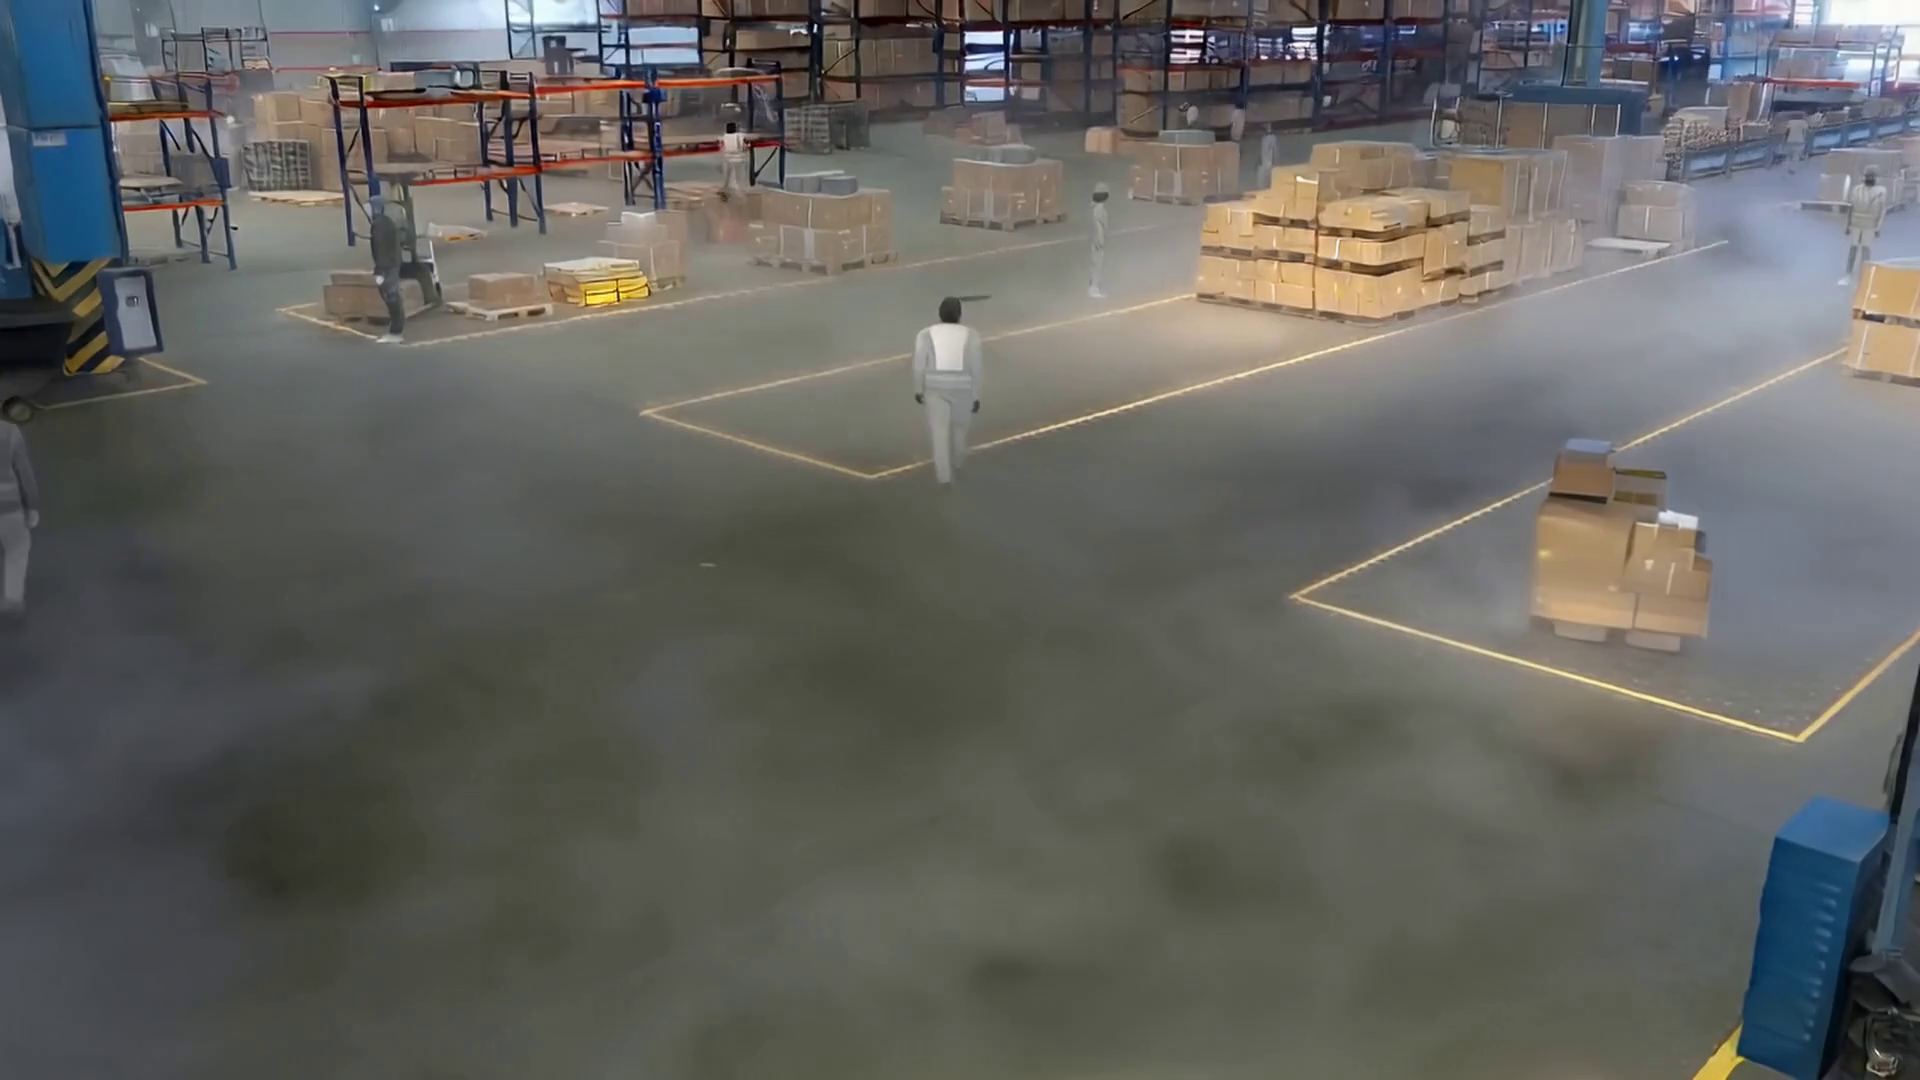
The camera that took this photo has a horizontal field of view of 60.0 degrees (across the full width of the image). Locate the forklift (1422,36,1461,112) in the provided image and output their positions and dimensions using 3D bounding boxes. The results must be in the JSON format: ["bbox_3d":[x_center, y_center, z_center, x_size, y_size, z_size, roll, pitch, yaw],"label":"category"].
[{"bbox_3d":[17.910,-17.605,62.822,1.873,2.768,1.129,15,24,38],"label":"forklift"}]

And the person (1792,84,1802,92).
[{"bbox_3d":[29.705,-15.819,59.240,0.797,1.742,0.530,-2,18,-6],"label":"person"}]

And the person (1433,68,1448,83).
[{"bbox_3d":[18.891,-17.916,65.296,0.876,1.884,0.587,-9,20,-24],"label":"person"}]

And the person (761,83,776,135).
[{"bbox_3d":[-6.291,-13.913,53.684,0.770,1.614,0.522,8,20,24],"label":"person"}]

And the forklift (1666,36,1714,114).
[{"bbox_3d":[27.341,-17.291,61.877,1.129,2.768,1.873,17,25,41],"label":"forklift"}]

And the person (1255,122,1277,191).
[{"bbox_3d":[6.635,-8.037,35.653,0.979,1.833,0.502,-4,19,-11],"label":"person"}]

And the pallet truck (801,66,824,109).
[{"bbox_3d":[-4.812,-15.182,56.903,0.823,1.965,1.885,-9,21,-26],"label":"pallet truck"}]

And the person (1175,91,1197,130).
[{"bbox_3d":[5.748,-10.583,42.978,0.845,2.000,0.705,-16,24,-40],"label":"person"}]

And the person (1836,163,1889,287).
[{"bbox_3d":[14.221,-4.953,26.180,0.365,1.934,0.552,-16,24,-40],"label":"person"}]

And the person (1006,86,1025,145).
[{"bbox_3d":[1.428,-11.454,45.726,0.960,1.948,0.637,4,19,12],"label":"person"}]

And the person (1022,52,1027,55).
[{"bbox_3d":[2.983,-22.531,79.251,0.959,1.871,0.653,17,25,41],"label":"person"}]

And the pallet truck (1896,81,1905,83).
[{"bbox_3d":[34.802,-16.331,61.455,0.653,1.274,1.630,17,25,41],"label":"pallet truck"}]

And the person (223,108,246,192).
[{"bbox_3d":[-16.728,-9.092,38.732,0.762,1.892,0.606,-17,25,-41],"label":"person"}]

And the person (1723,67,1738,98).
[{"bbox_3d":[29.635,-17.379,64.048,0.531,1.659,0.858,5,19,15],"label":"person"}]

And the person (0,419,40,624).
[{"bbox_3d":[-7.087,-0.235,12.143,0.665,1.822,0.513,-6,19,-18],"label":"person"}]

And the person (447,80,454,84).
[{"bbox_3d":[-17.035,-14.540,55.568,0.668,1.620,0.523,11,21,31],"label":"person"}]

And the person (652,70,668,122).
[{"bbox_3d":[-10.154,-14.976,56.425,0.587,1.911,0.397,7,20,19],"label":"person"}]

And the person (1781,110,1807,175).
[{"bbox_3d":[21.021,-10.015,41.938,0.503,1.615,0.640,16,24,39],"label":"person"}]

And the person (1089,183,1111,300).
[{"bbox_3d":[2.121,-4.535,25.222,0.299,1.743,0.493,3,19,9],"label":"person"}]

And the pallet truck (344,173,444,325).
[{"bbox_3d":[-8.209,-4.181,23.757,0.823,1.965,1.885,3,19,9],"label":"pallet truck"}]

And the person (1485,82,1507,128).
[{"bbox_3d":[16.280,-12.966,50.509,0.605,1.819,0.610,15,23,38],"label":"person"}]

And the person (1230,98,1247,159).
[{"bbox_3d":[7.628,-11.206,45.403,0.545,1.682,0.564,-16,24,-40],"label":"person"}]

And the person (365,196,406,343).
[{"bbox_3d":[-7.631,-3.595,22.093,0.355,1.933,0.633,-1,18,-4],"label":"person"}]

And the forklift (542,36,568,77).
[{"bbox_3d":[-14.956,-17.205,61.619,1.873,2.768,1.129,10,21,29],"label":"forklift"}]

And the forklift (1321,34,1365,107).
[{"bbox_3d":[15.449,-18.513,65.560,1.873,2.768,1.129,16,24,40],"label":"forklift"}]

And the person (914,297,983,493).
[{"bbox_3d":[-0.110,-1.403,15.695,0.644,1.793,0.946,0,18,0],"label":"person"}]

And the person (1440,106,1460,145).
[{"bbox_3d":[11.414,-9.133,38.799,0.394,1.929,0.539,-10,21,-28],"label":"person"}]

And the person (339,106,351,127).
[{"bbox_3d":[-14.935,-9.550,40.086,0.652,1.900,0.639,-2,18,-7],"label":"person"}]

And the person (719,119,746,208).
[{"bbox_3d":[-4.898,-8.094,35.747,0.607,1.869,0.377,6,19,16],"label":"person"}]

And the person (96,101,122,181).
[{"bbox_3d":[-20.842,-9.742,40.606,0.355,1.938,0.545,8,20,22],"label":"person"}]
